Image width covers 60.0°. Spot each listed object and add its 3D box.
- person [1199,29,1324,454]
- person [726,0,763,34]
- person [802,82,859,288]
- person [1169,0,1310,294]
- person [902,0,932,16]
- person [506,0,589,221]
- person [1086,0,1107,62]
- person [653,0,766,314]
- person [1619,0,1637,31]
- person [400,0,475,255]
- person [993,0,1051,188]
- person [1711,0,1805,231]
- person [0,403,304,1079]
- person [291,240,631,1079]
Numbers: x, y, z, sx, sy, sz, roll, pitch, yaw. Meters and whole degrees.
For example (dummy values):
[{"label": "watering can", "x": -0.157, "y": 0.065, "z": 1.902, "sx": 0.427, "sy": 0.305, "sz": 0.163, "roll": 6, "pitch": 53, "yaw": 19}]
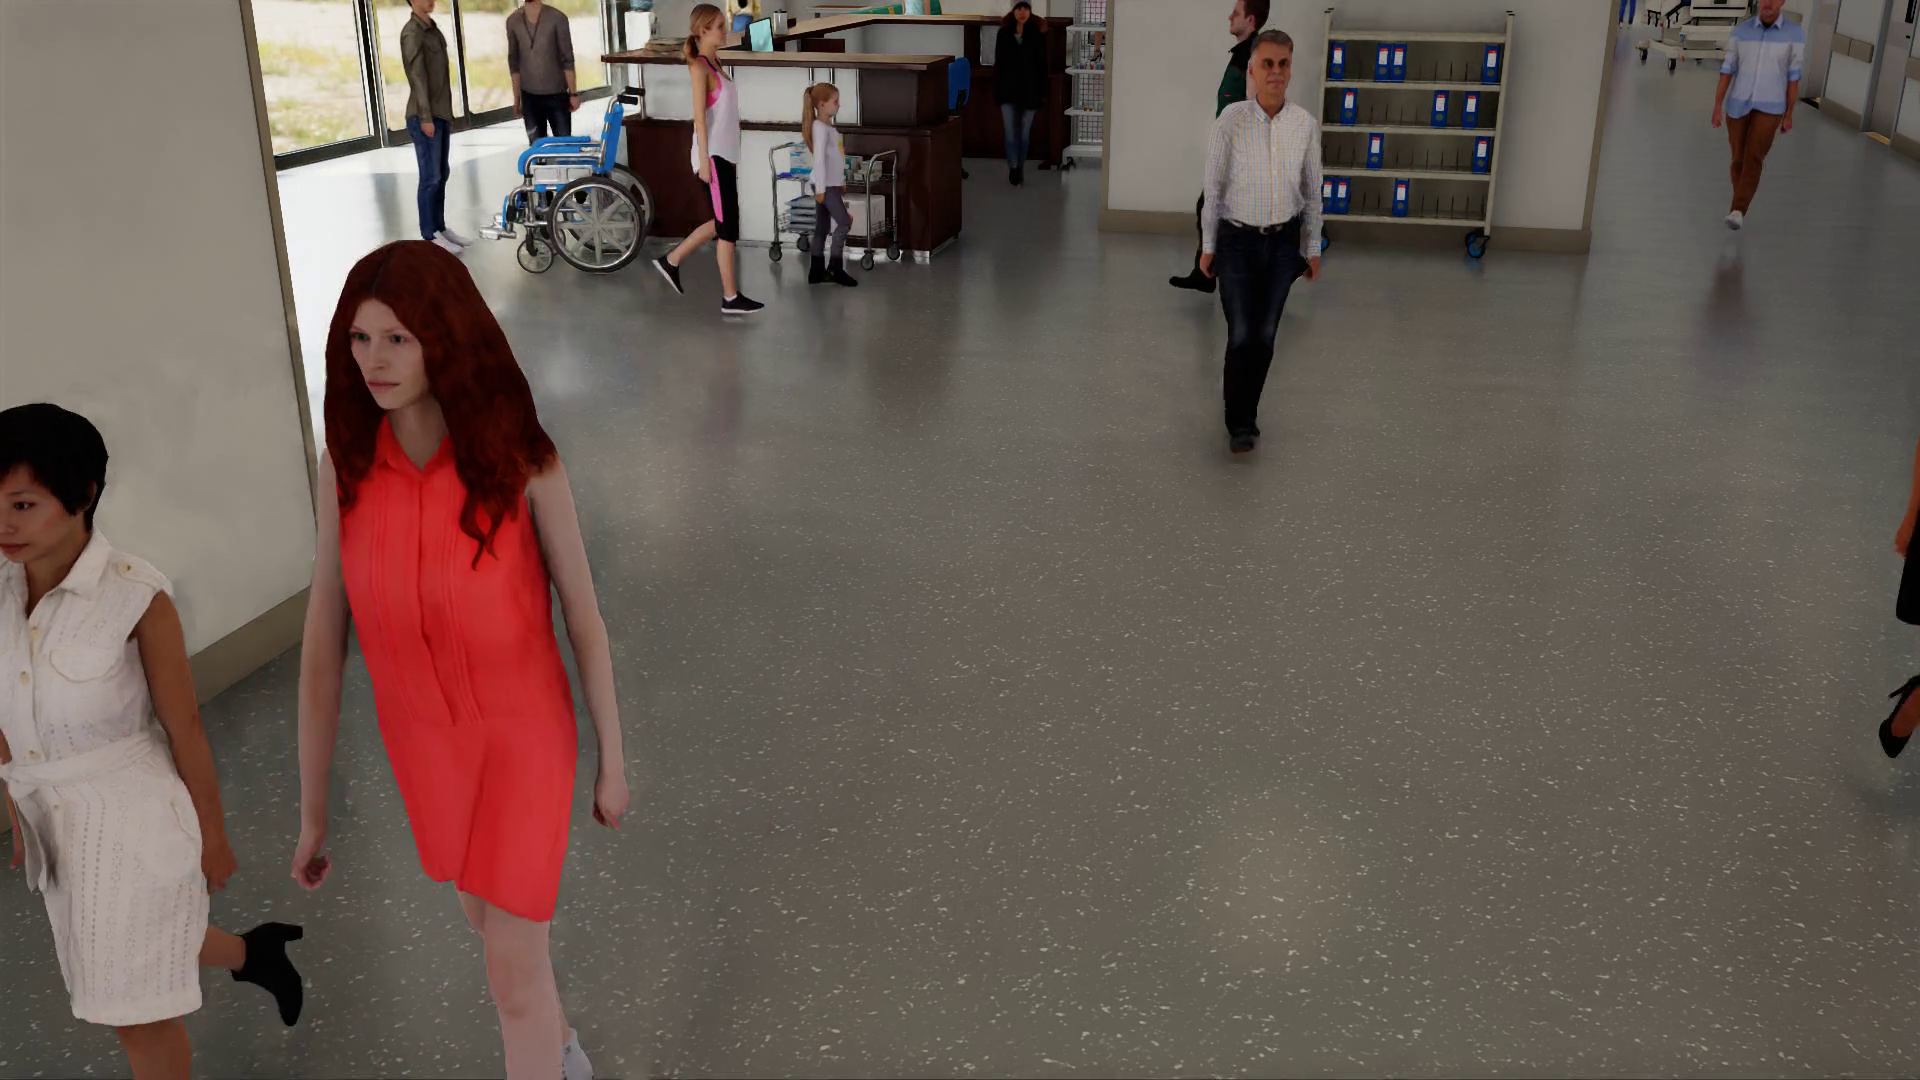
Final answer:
[{"label": "person", "x": 1.306, "y": -1.332, "z": 7.398, "sx": 0.922, "sy": 1.804, "sz": 0.916, "roll": -2, "pitch": 21, "yaw": -6}, {"label": "person", "x": -2.770, "y": -6.501, "z": 21.310, "sx": 0.711, "sy": 1.618, "sz": 0.751, "roll": 3, "pitch": 21, "yaw": 7}, {"label": "person", "x": -0.915, "y": -2.257, "z": 10.597, "sx": 0.623, "sy": 1.269, "sz": 0.569, "roll": -1, "pitch": 21, "yaw": -3}, {"label": "person", "x": 1.786, "y": -2.379, "z": 10.148, "sx": 1.148, "sy": 1.814, "sz": 0.823, "roll": 0, "pitch": 21, "yaw": 1}, {"label": "person", "x": -0.526, "y": -6.000, "z": 19.781, "sx": 0.583, "sy": 1.764, "sz": 0.686, "roll": 12, "pitch": 24, "yaw": 29}, {"label": "person", "x": -3.167, "y": -3.432, "z": 12.830, "sx": 0.913, "sy": 1.885, "sz": 0.816, "roll": 1, "pitch": 21, "yaw": 4}, {"label": "person", "x": 2.252, "y": -8.514, "z": 26.344, "sx": 0.915, "sy": 1.817, "sz": 0.846, "roll": -16, "pitch": 26, "yaw": -36}, {"label": "person", "x": -1.518, "y": -2.204, "z": 9.743, "sx": 0.952, "sy": 1.775, "sz": 0.716, "roll": 2, "pitch": 21, "yaw": 4}, {"label": "person", "x": 13.287, "y": -10.995, "z": 33.025, "sx": 1.169, "sy": 1.724, "sz": 0.957, "roll": 13, "pitch": 24, "yaw": 31}, {"label": "person", "x": -3.705, "y": -2.955, "z": 11.596, "sx": 0.672, "sy": 1.867, "sz": 0.756, "roll": 0, "pitch": 21, "yaw": 0}, {"label": "person", "x": 0.511, "y": -3.868, "z": 14.383, "sx": 1.054, "sy": 1.600, "sz": 0.877, "roll": 0, "pitch": 21, "yaw": 0}, {"label": "person", "x": 5.946, "y": -3.222, "z": 12.425, "sx": 1.183, "sy": 1.779, "sz": 1.049, "roll": 15, "pitch": 25, "yaw": 34}, {"label": "person", "x": -1.473, "y": 0.478, "z": 3.003, "sx": 0.834, "sy": 1.533, "sz": 0.634, "roll": 5, "pitch": 21, "yaw": 13}, {"label": "person", "x": -0.789, "y": 0.367, "z": 2.916, "sx": 0.776, "sy": 1.802, "sz": 0.669, "roll": 6, "pitch": 22, "yaw": 15}]
